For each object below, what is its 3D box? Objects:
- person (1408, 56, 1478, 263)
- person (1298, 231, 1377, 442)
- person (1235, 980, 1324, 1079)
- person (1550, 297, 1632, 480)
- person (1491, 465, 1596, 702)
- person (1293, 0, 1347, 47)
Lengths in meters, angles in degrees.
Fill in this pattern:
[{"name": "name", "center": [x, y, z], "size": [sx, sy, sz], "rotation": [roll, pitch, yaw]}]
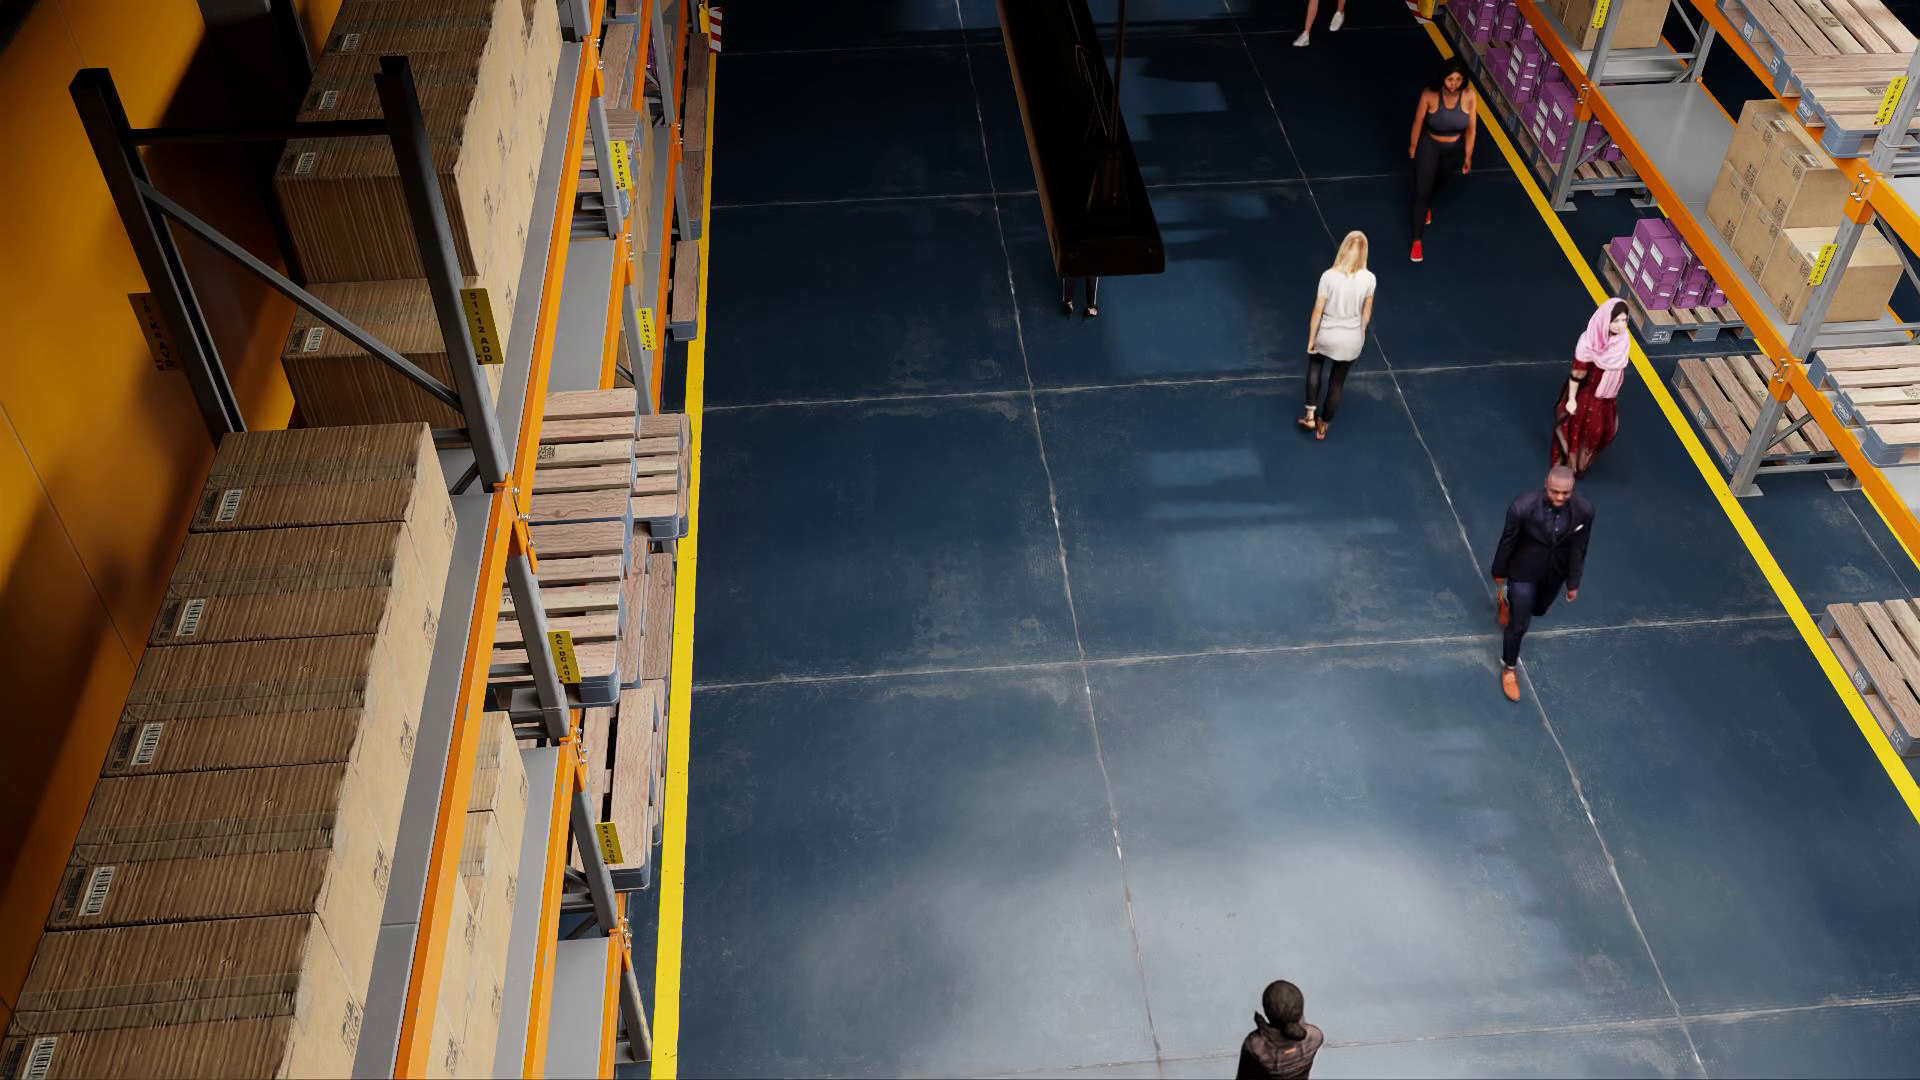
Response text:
[{"name": "person", "center": [4.222, -3.458, 14.663], "size": [0.776, 1.764, 1.250], "rotation": [2, 44, 2]}, {"name": "person", "center": [2.850, -1.464, 12.531], "size": [0.663, 1.817, 0.680], "rotation": [6, 44, 6]}, {"name": "person", "center": [1.522, 2.729, 8.244], "size": [0.609, 1.659, 0.664], "rotation": [-9, 44, -9]}, {"name": "person", "center": [4.626, -1.149, 12.340], "size": [0.685, 1.624, 0.715], "rotation": [-11, 45, -11]}, {"name": "person", "center": [3.743, 0.155, 10.851], "size": [0.738, 1.791, 1.104], "rotation": [-2, 44, -2]}, {"name": "person", "center": [3.963, -6.140, 17.437], "size": [1.135, 1.820, 1.315], "rotation": [22, 48, 21]}]
